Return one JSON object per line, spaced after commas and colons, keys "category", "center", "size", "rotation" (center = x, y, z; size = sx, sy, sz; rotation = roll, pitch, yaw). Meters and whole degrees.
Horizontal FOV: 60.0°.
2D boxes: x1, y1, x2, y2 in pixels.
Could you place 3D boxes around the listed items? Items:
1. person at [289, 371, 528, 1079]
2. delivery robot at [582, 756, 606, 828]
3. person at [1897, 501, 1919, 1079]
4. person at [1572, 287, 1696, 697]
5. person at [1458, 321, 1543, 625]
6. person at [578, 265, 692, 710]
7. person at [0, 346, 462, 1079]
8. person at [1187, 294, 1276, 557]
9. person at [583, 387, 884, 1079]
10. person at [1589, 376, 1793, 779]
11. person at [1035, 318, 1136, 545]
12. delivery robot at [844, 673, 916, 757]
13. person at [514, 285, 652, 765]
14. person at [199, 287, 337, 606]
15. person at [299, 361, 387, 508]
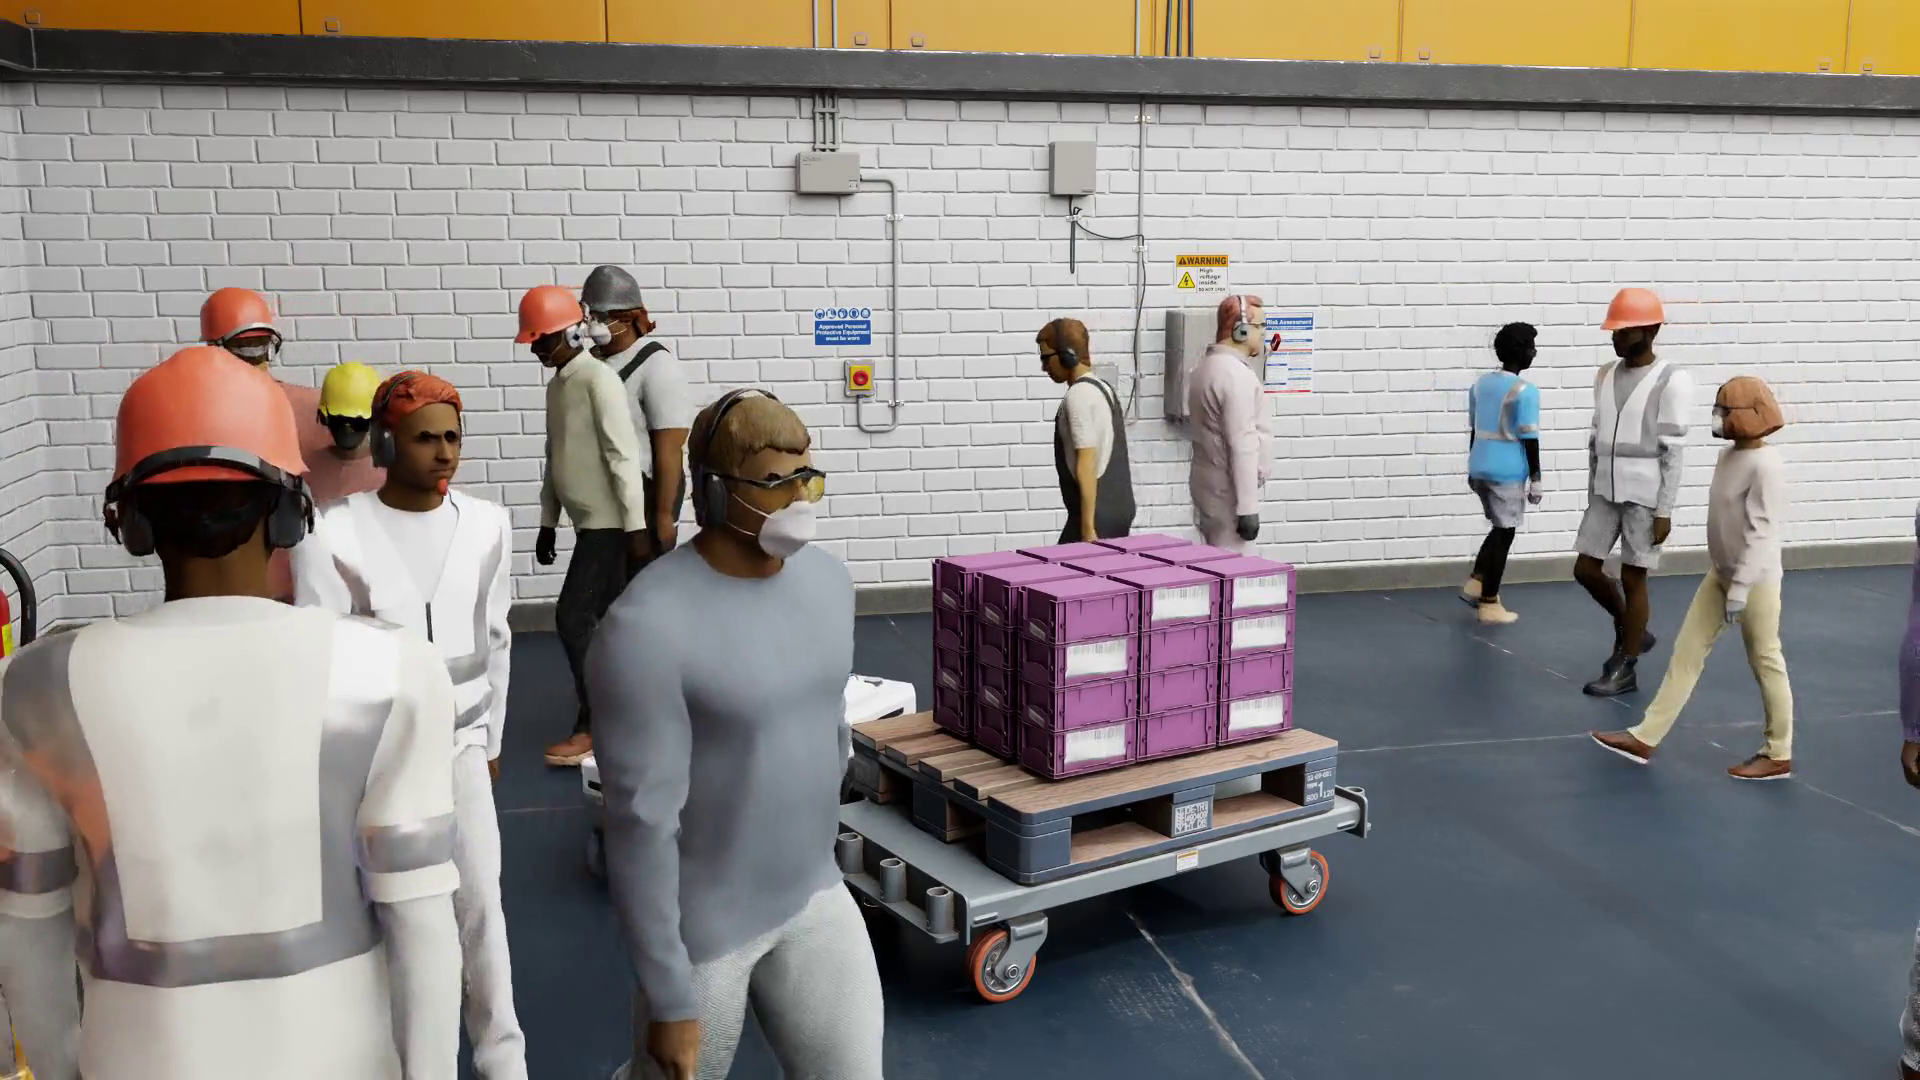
{"category": "person", "center": [-1.338, 0.504, 4.060], "size": [0.583, 1.834, 1.022], "rotation": [-8, 13, -37]}
{"category": "delivery robot", "center": [-0.942, 0.793, 5.695], "size": [0.477, 0.478, 0.707], "rotation": [8, 13, 37]}
{"category": "person", "center": [2.566, 0.469, 3.928], "size": [0.629, 1.935, 0.411], "rotation": [7, 12, 32]}
{"category": "person", "center": [3.127, -0.212, 7.755], "size": [0.439, 1.922, 0.543], "rotation": [-6, 12, -28]}
{"category": "person", "center": [3.015, -0.359, 9.186], "size": [0.373, 1.681, 0.554], "rotation": [-3, 11, -16]}
{"category": "person", "center": [-1.499, -0.194, 7.307], "size": [0.685, 2.000, 0.537], "rotation": [10, 14, 43]}
{"category": "person", "center": [-1.018, 0.726, 2.374], "size": [0.617, 1.978, 1.077], "rotation": [-3, 11, -17]}
{"category": "person", "center": [1.203, -0.214, 7.872], "size": [0.704, 1.885, 0.647], "rotation": [-1, 10, -5]}
{"category": "person", "center": [-0.379, 0.671, 2.965], "size": [1.039, 1.885, 0.653], "rotation": [8, 13, 37]}
{"category": "person", "center": [2.946, 0.162, 6.532], "size": [0.801, 1.592, 0.523], "rotation": [0, 10, 1]}
{"category": "person", "center": [0.484, -0.060, 7.268], "size": [0.823, 1.786, 0.580], "rotation": [4, 11, 23]}
{"category": "delivery robot", "center": [-0.464, 0.694, 6.242], "size": [0.477, 0.478, 0.707], "rotation": [6, 12, 30]}
{"category": "person", "center": [-1.550, -0.058, 6.808], "size": [0.693, 1.943, 0.634], "rotation": [-6, 12, -29]}
{"category": "person", "center": [-2.360, 0.123, 5.736], "size": [0.637, 1.973, 0.648], "rotation": [-9, 13, -40]}
{"category": "person", "center": [-2.019, 0.256, 5.666], "size": [0.549, 1.733, 0.431], "rotation": [2, 10, 9]}
